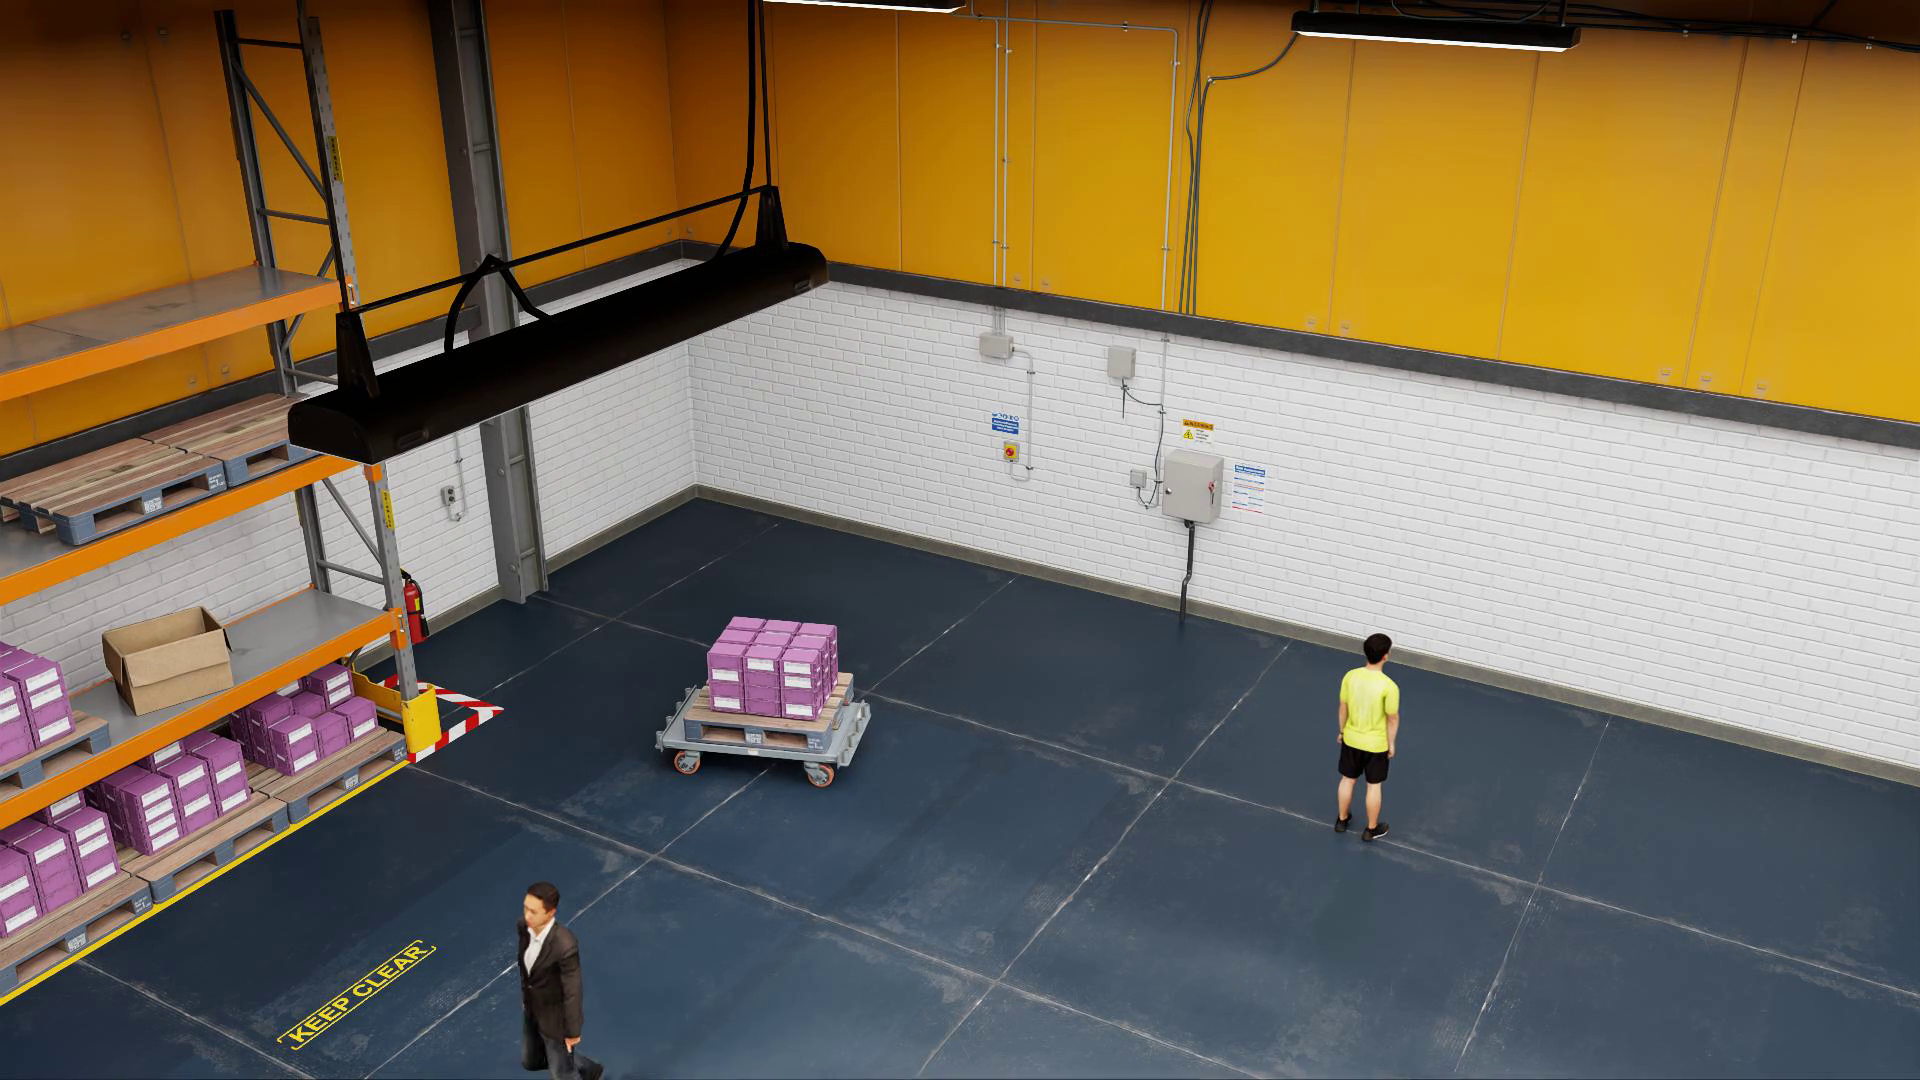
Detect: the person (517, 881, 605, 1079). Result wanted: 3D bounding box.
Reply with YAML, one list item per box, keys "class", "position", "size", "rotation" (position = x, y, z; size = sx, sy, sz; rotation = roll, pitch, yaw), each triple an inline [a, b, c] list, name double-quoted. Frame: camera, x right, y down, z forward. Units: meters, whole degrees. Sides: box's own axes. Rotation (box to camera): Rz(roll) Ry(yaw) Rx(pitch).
- class: "person"
  position: [-2.336, 2.734, 9.827]
  size: [0.772, 1.790, 0.807]
  rotation: [20, 30, 38]

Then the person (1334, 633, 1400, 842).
- class: "person"
  position: [3.115, 1.505, 12.740]
  size: [0.646, 1.708, 0.577]
  rotation: [17, 29, 34]
